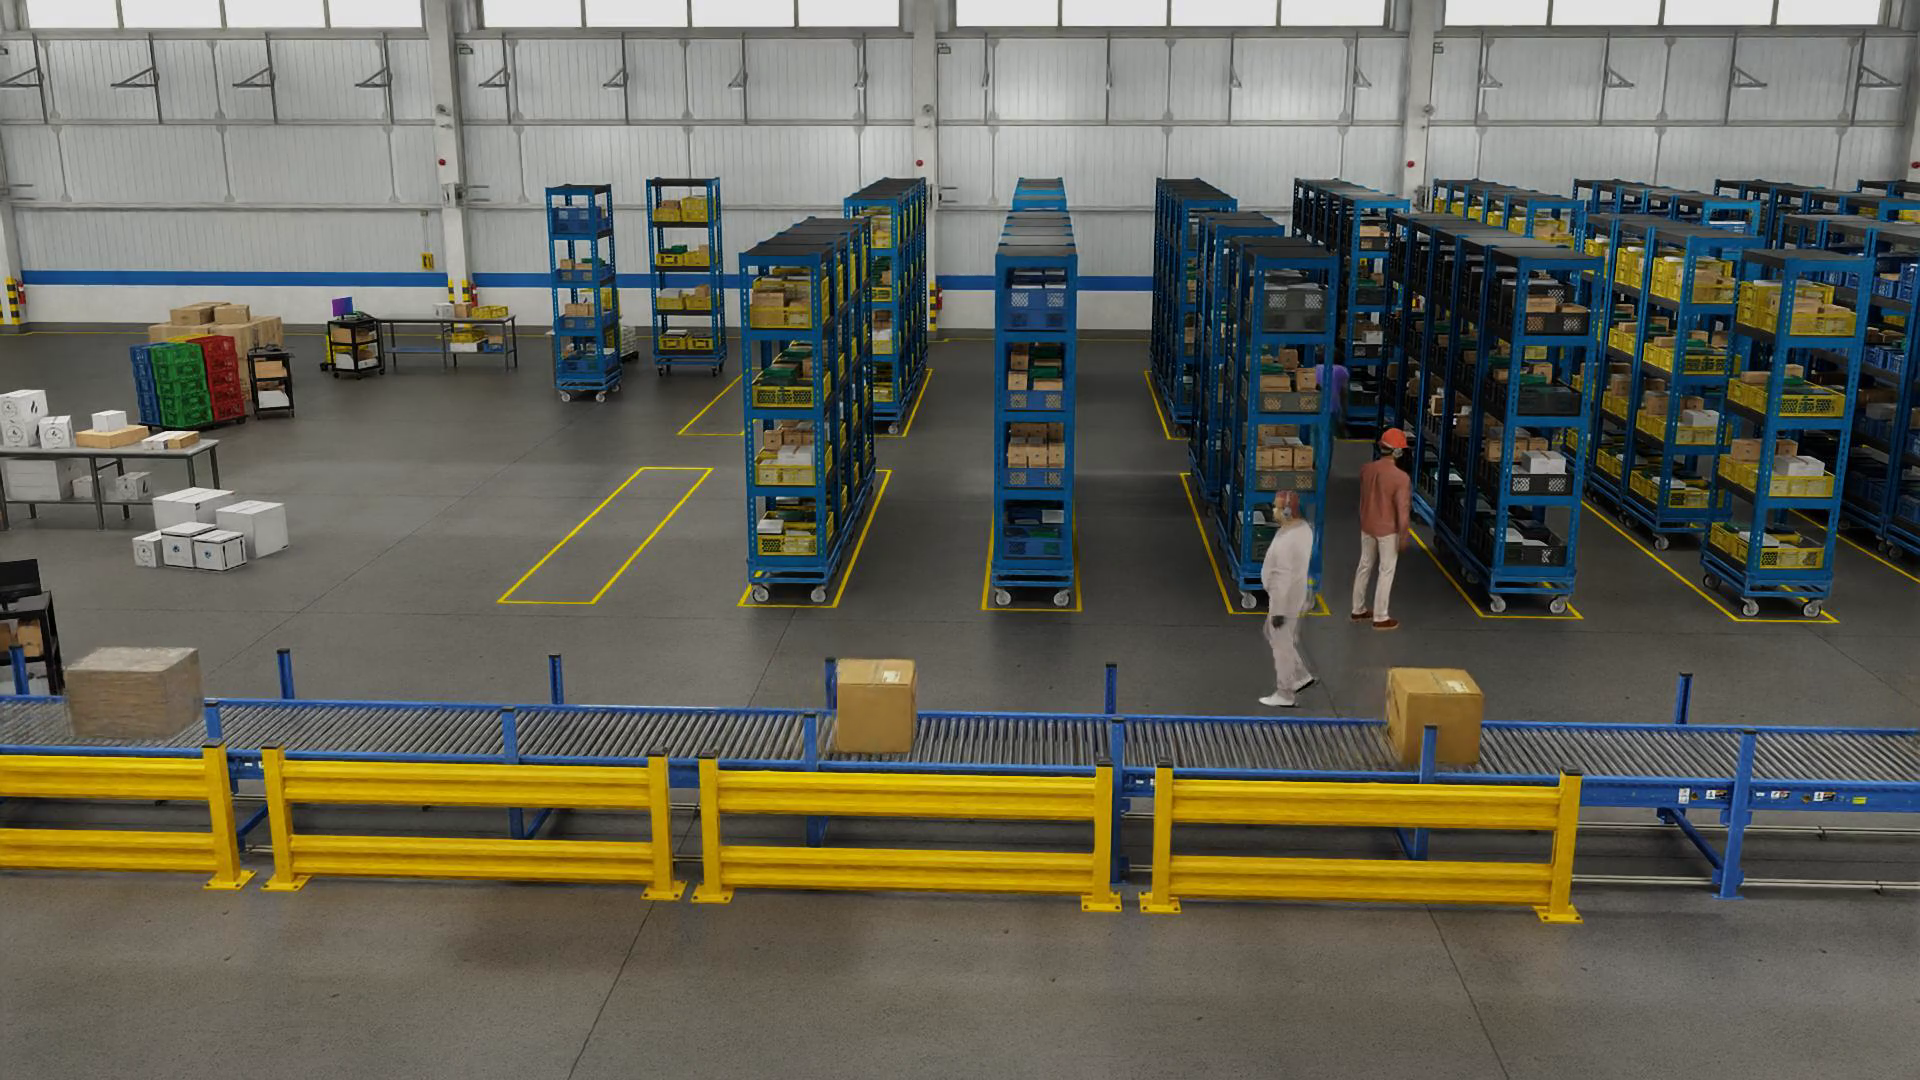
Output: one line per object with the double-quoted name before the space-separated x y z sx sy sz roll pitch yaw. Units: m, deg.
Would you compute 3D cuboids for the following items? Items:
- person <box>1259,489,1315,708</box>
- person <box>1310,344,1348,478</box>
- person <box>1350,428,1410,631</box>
"person" 2.730 0.497 14.094 0.415 1.898 0.663 7 17 24
"person" 4.977 -1.769 22.649 0.590 1.822 0.543 1 15 4
"person" 4.134 -0.116 16.218 0.406 1.983 0.618 -10 18 -33
